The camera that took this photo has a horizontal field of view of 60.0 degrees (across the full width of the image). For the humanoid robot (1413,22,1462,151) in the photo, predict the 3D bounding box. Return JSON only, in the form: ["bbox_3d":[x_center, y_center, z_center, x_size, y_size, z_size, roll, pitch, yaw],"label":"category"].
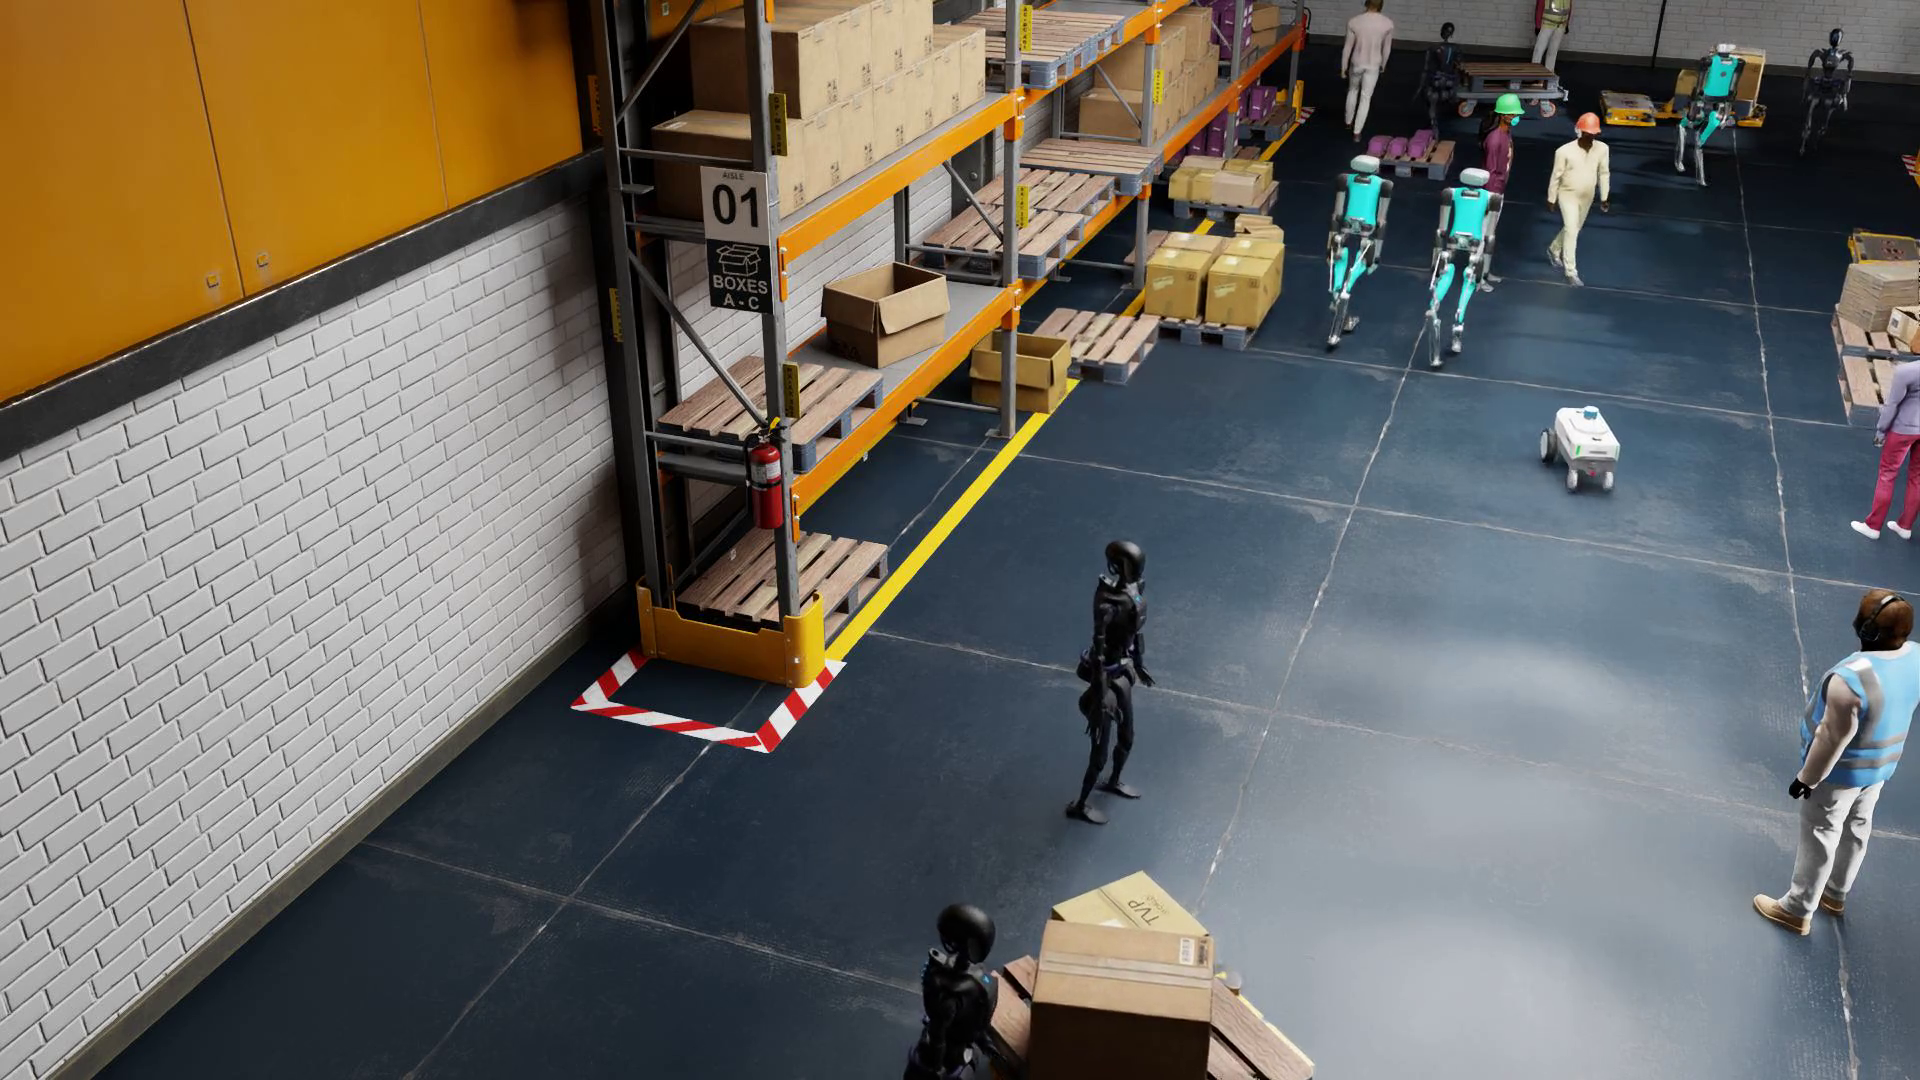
[{"bbox_3d":[6.272,-5.915,21.759,0.589,1.653,0.771,-7,28,-13],"label":"humanoid robot"}]

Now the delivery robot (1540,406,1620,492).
[{"bbox_3d":[4.841,-0.741,12.898,0.499,0.614,0.815,2,27,5],"label":"delivery robot"}]

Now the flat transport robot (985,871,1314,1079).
[{"bbox_3d":[0.777,2.338,7.215,1.431,0.231,0.659,-15,31,-27],"label":"flat transport robot"}]

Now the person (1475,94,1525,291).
[{"bbox_3d":[5.338,-3.502,16.710,0.419,1.951,0.494,15,31,26],"label":"person"}]

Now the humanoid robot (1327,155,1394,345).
[{"bbox_3d":[3.535,-2.579,15.196,0.532,1.748,1.034,16,31,28],"label":"humanoid robot"}]

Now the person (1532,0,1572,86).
[{"bbox_3d":[8.949,-7.777,25.118,0.624,1.846,0.429,-10,29,-18],"label":"person"}]

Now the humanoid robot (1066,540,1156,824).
[{"bbox_3d":[0.803,0.725,8.814,0.359,1.639,0.591,15,31,26],"label":"humanoid robot"}]

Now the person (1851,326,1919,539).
[{"bbox_3d":[6.712,-0.764,11.749,0.498,1.629,0.288,-2,27,-3],"label":"person"}]

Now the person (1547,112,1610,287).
[{"bbox_3d":[6.308,-3.548,17.055,0.570,1.715,0.866,-6,28,-11],"label":"person"}]

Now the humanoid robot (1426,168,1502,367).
[{"bbox_3d":[4.379,-2.337,14.709,0.530,1.745,0.973,13,30,23],"label":"humanoid robot"}]

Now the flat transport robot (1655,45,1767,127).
[{"bbox_3d":[10.583,-6.046,23.478,1.431,0.231,0.659,13,30,24],"label":"flat transport robot"}]

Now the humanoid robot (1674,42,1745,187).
[{"bbox_3d":[9.100,-5.259,20.405,0.538,1.761,1.030,0,27,0],"label":"humanoid robot"}]

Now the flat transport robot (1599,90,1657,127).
[{"bbox_3d":[9.483,-6.126,23.633,0.659,0.231,1.431,7,28,13],"label":"flat transport robot"}]

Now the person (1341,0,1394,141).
[{"bbox_3d":[5.455,-6.397,22.392,0.640,1.886,0.966,6,28,12],"label":"person"}]

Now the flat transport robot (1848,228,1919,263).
[{"bbox_3d":[9.766,-2.962,17.495,0.659,0.231,1.431,10,29,19],"label":"flat transport robot"}]

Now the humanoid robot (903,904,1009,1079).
[{"bbox_3d":[-0.041,2.016,6.304,0.373,1.641,0.599,8,28,15],"label":"humanoid robot"}]

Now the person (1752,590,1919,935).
[{"bbox_3d":[4.230,1.064,7.971,0.619,1.845,0.430,-14,30,-24],"label":"person"}]

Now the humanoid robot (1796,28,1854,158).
[{"bbox_3d":[11.085,-5.709,21.312,0.585,1.635,0.701,14,30,25],"label":"humanoid robot"}]
